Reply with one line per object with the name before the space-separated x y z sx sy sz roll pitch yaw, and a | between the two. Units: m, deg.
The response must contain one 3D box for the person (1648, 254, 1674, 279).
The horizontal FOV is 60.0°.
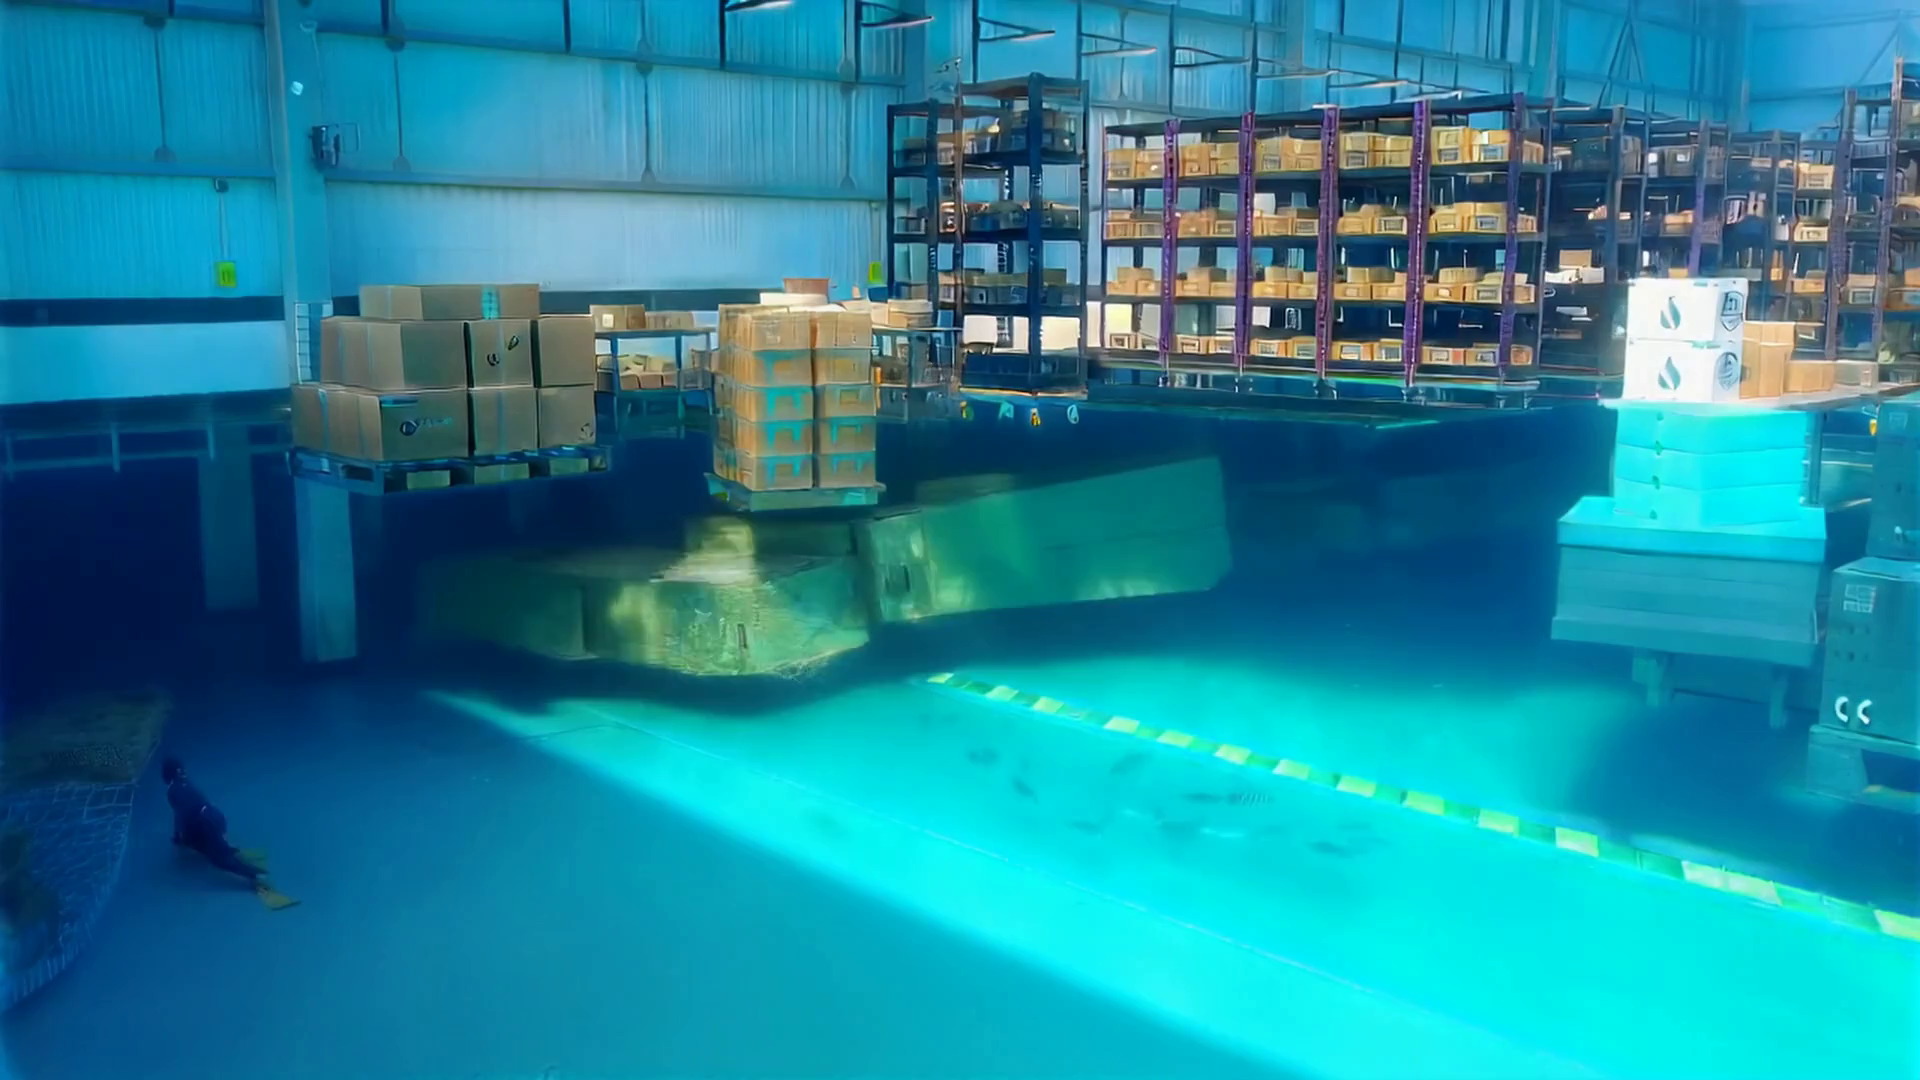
person | 9.339 -2.864 22.064 0.895 1.808 0.563 9 13 44
